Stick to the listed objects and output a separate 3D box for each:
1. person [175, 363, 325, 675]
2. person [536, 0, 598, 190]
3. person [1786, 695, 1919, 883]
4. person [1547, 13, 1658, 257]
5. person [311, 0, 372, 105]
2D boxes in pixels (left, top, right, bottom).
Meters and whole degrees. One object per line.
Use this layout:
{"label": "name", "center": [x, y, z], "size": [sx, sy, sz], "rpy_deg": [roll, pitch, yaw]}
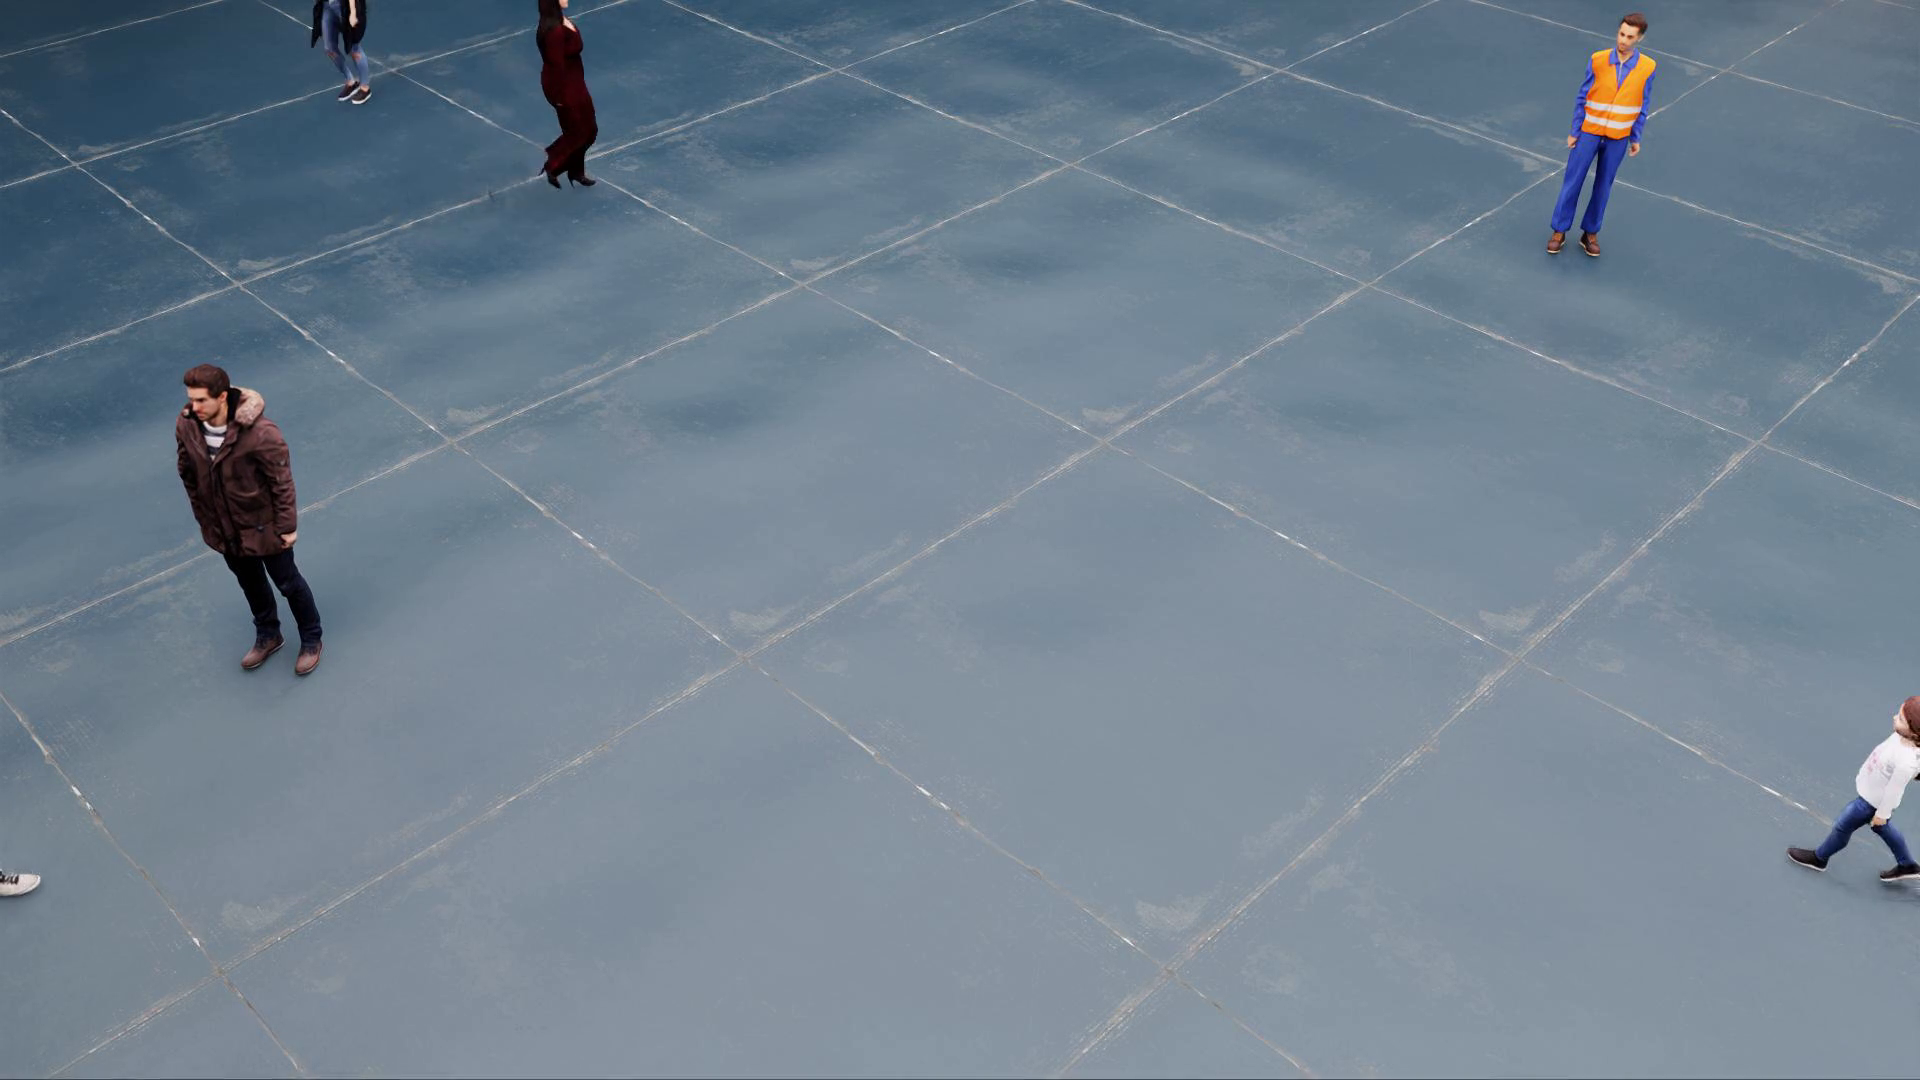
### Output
{"label": "person", "center": [-3.667, -0.110, 8.584], "size": [0.875, 1.848, 0.895], "rpy_deg": [6, 38, 8]}
{"label": "person", "center": [-3.231, -3.581, 13.233], "size": [0.885, 1.746, 0.824], "rpy_deg": [-11, 39, -14]}
{"label": "person", "center": [4.236, 1.158, 7.541], "size": [0.655, 1.092, 0.776], "rpy_deg": [18, 41, 22]}
{"label": "person", "center": [4.799, -3.022, 12.403], "size": [0.784, 1.862, 0.795], "rpy_deg": [8, 38, 11]}
{"label": "person", "center": [-5.459, -4.744, 14.821], "size": [0.746, 1.675, 0.790], "rpy_deg": [14, 40, 18]}
